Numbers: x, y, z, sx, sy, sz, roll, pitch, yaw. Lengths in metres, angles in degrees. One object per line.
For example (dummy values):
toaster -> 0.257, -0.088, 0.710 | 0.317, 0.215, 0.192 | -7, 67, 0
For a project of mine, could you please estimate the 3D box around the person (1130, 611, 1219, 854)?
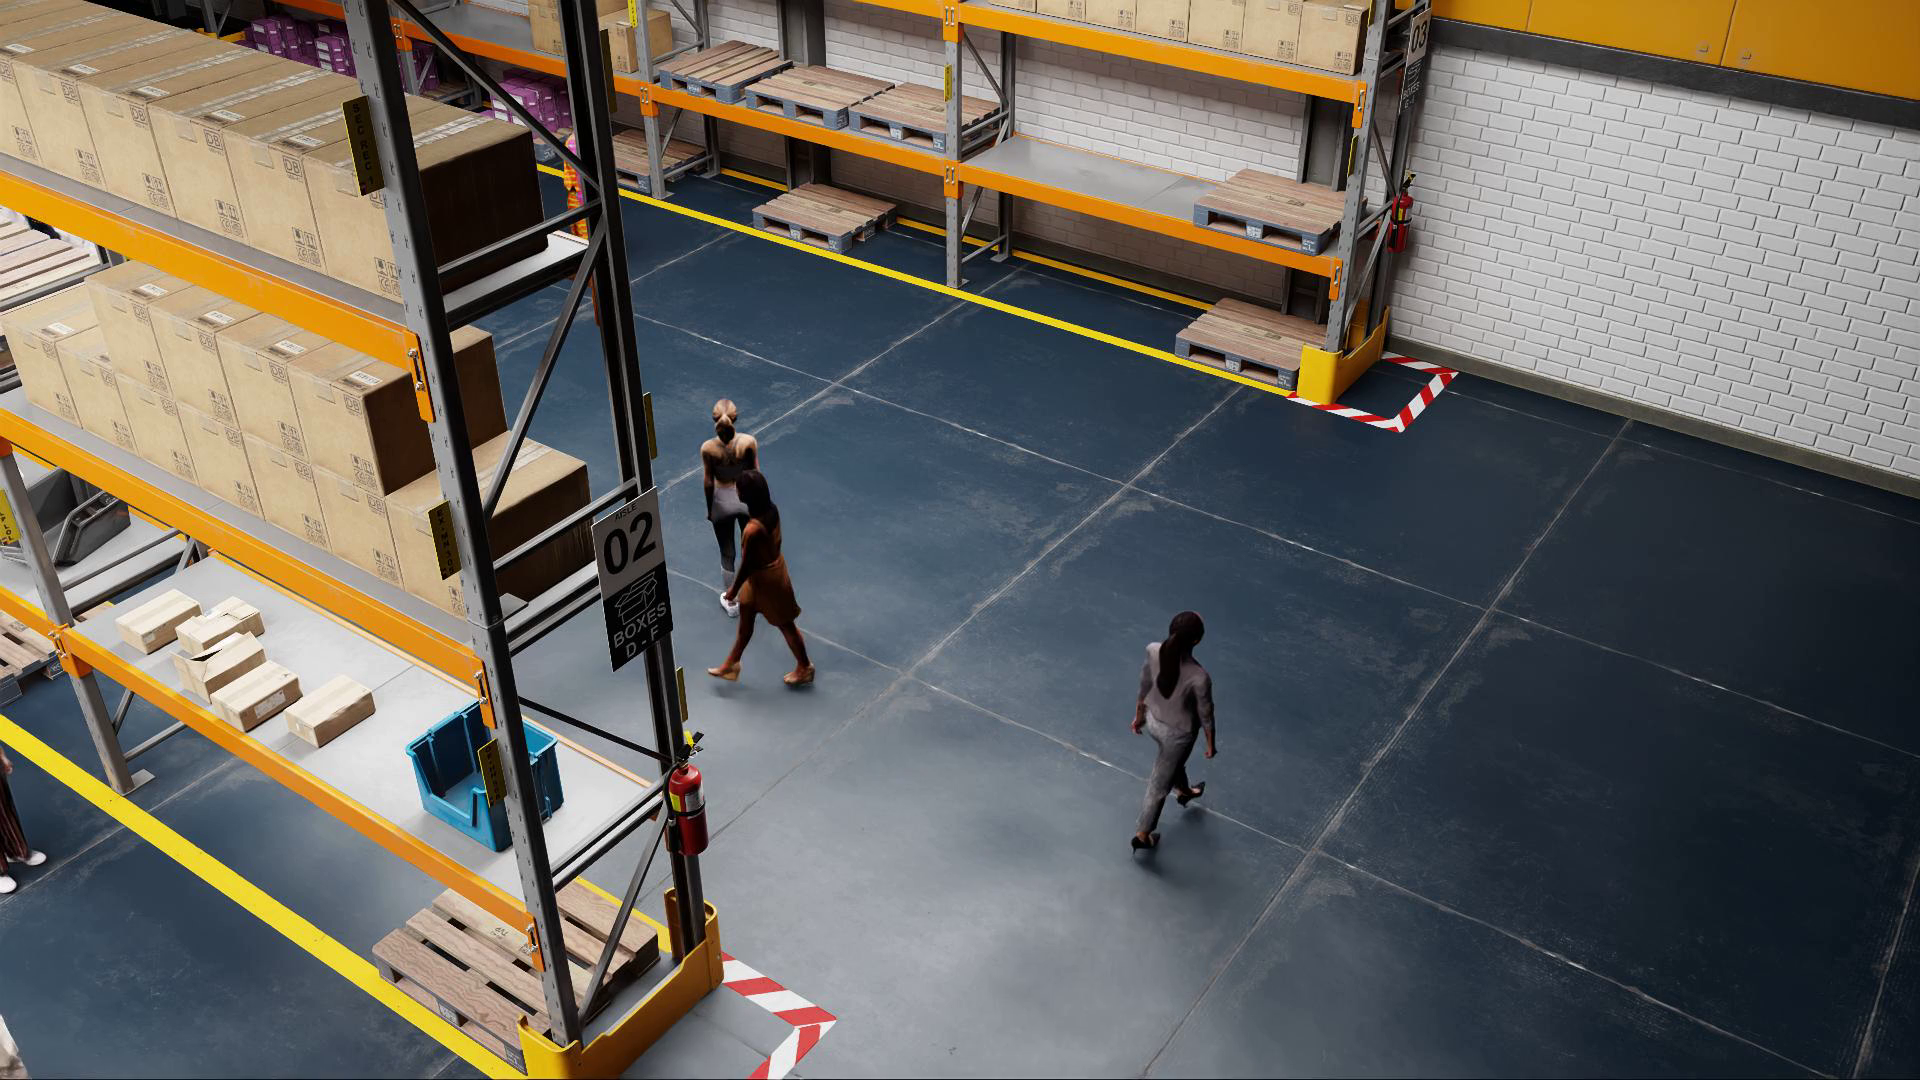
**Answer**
person -> 1.146, 1.150, 9.508 | 0.864, 1.646, 0.971 | -25, 41, -32

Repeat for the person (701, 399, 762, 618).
person -> -1.559, -0.224, 11.522 | 0.665, 1.704, 0.714 | -9, 35, -13

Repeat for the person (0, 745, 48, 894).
person -> -5.578, 1.288, 9.377 | 0.592, 1.560, 0.614 | 12, 36, 18

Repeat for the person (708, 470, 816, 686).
person -> -1.159, 0.302, 10.775 | 1.011, 1.654, 0.890 | -1, 34, -2
